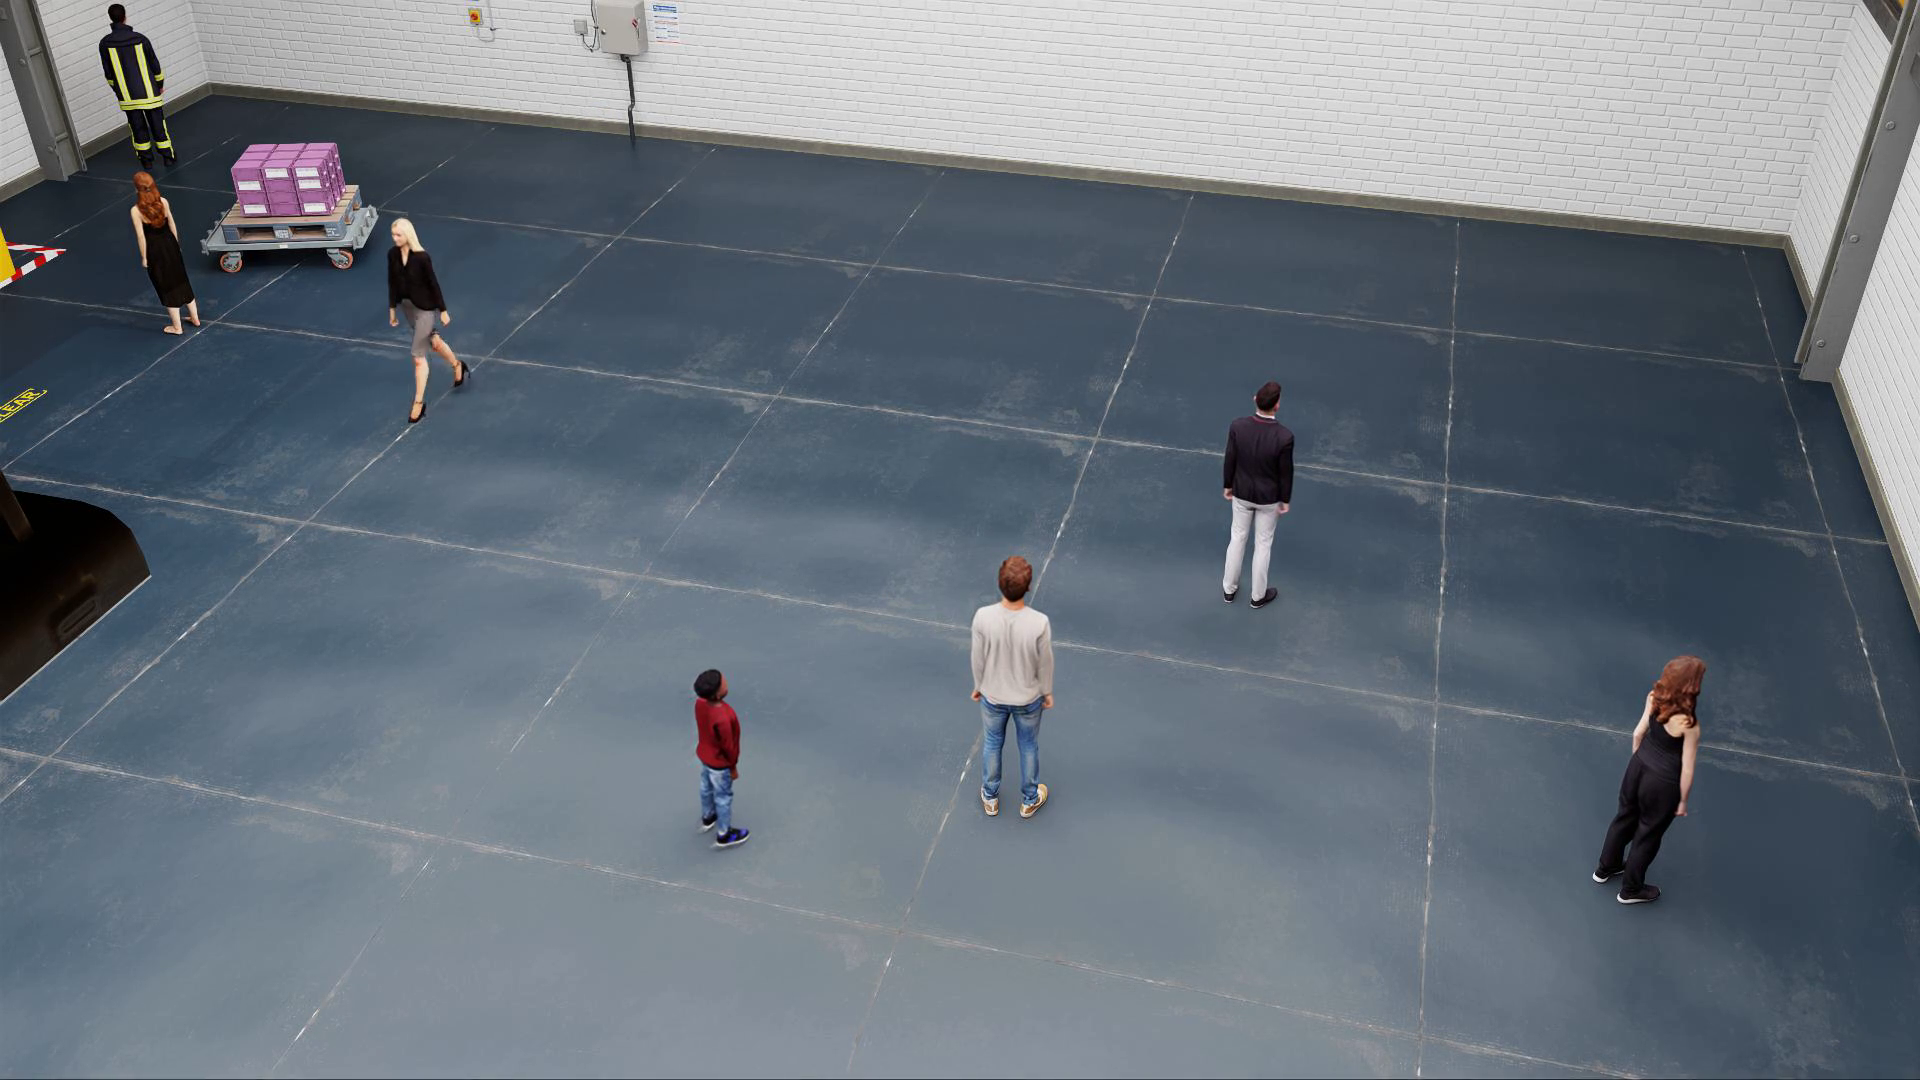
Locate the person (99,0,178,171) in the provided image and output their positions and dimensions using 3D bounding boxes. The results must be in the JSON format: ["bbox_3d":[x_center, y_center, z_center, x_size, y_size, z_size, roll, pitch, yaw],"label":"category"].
[{"bbox_3d":[-9.718,-5.357,19.632,0.890,1.928,0.911,-13,36,-18],"label":"person"}]

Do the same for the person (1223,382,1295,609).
[{"bbox_3d":[2.162,-0.330,12.146,0.711,1.844,0.631,16,37,23],"label":"person"}]

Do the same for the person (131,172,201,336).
[{"bbox_3d":[-7.673,-2.766,16.008,0.688,1.625,0.588,18,38,26],"label":"person"}]

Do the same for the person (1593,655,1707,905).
[{"bbox_3d":[4.026,1.377,9.664,0.729,1.747,0.648,-14,36,-20],"label":"person"}]

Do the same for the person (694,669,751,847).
[{"bbox_3d":[-1.500,1.319,10.200,0.635,1.250,0.586,-21,39,-28],"label":"person"}]

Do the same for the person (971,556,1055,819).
[{"bbox_3d":[0.320,0.925,10.203,0.688,1.904,0.596,5,34,8],"label":"person"}]

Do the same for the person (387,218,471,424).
[{"bbox_3d":[-4.705,-2.000,14.703,0.747,1.794,1.202,13,36,19],"label":"person"}]
